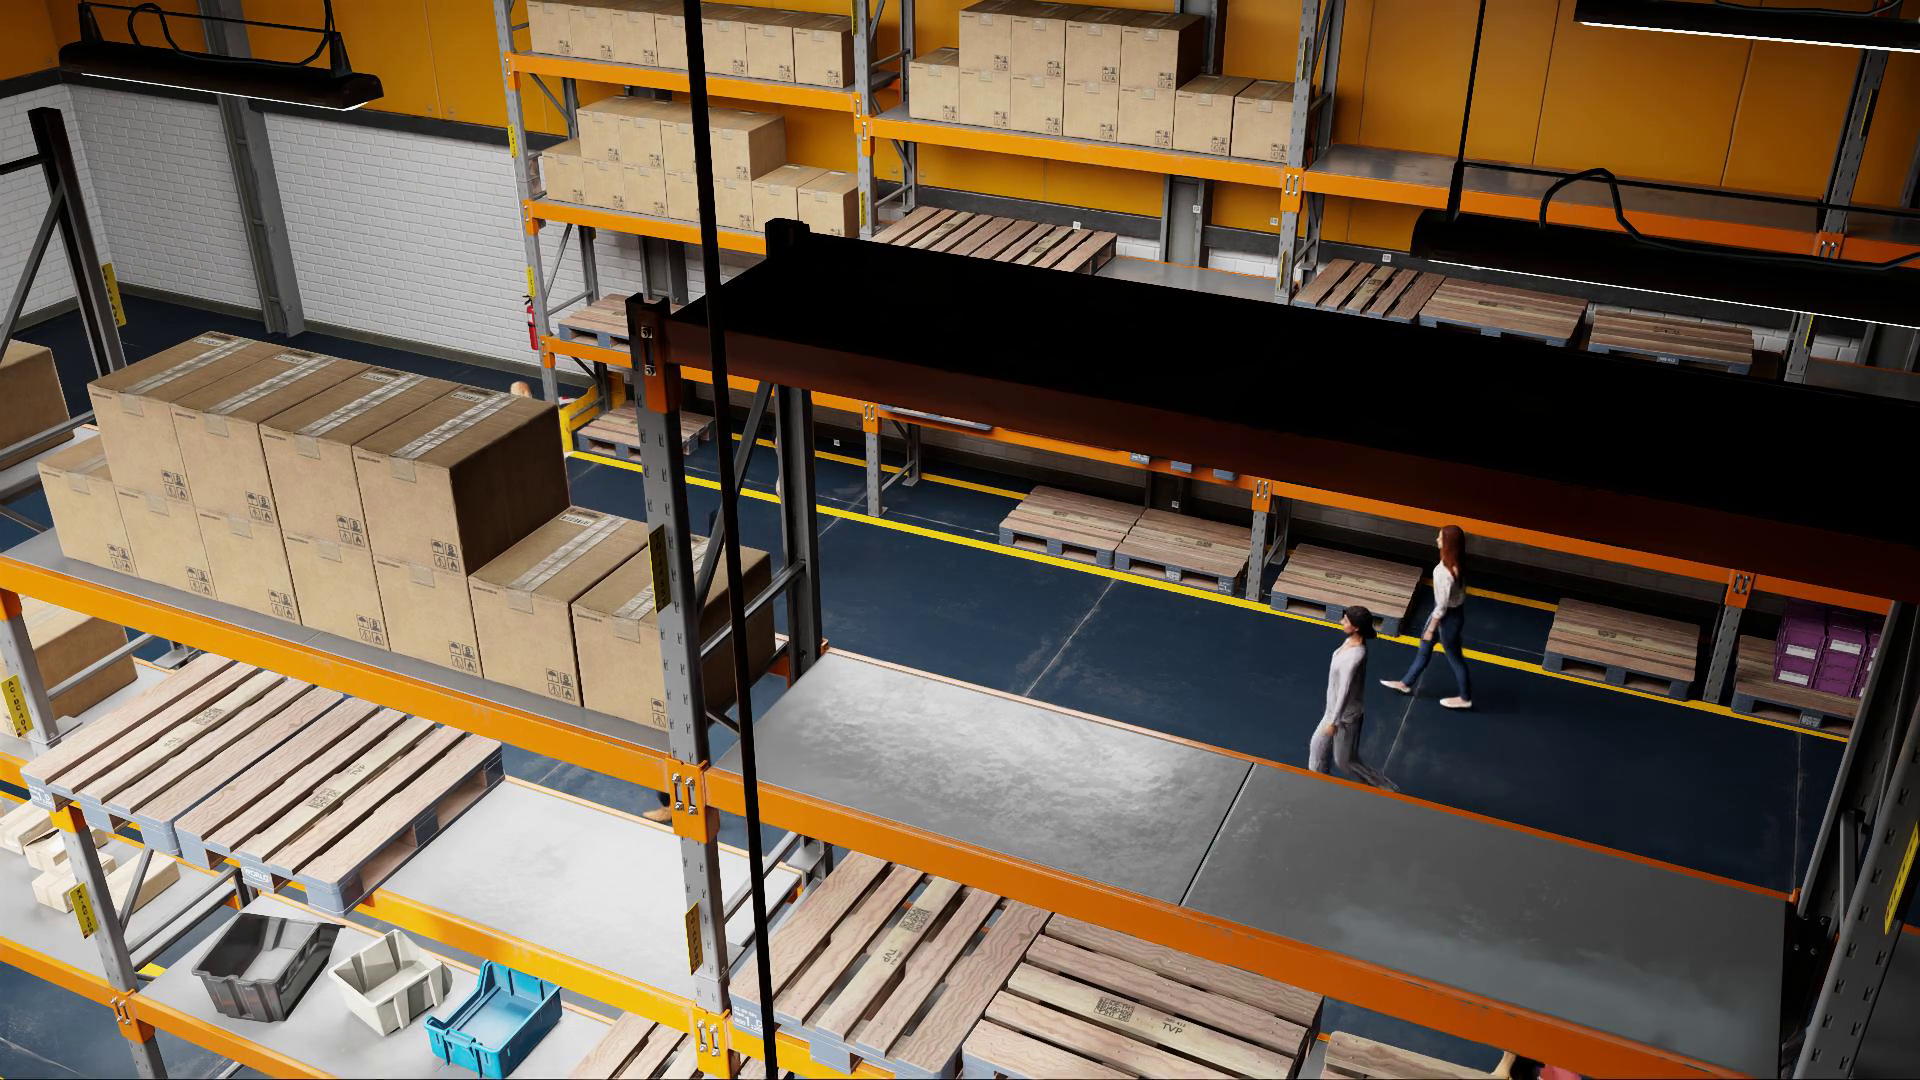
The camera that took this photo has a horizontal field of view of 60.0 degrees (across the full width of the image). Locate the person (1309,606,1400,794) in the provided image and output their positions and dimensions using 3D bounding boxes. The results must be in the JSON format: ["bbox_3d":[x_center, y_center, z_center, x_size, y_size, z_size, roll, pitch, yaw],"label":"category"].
[{"bbox_3d":[2.961,1.302,12.401,1.087,1.748,0.762,5,29,9],"label":"person"}]

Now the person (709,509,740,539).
[{"bbox_3d":[-2.067,0.494,13.943,1.191,1.690,0.831,4,29,7],"label":"person"}]

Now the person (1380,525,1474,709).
[{"bbox_3d":[4.087,0.661,13.635,1.031,1.692,0.678,9,30,15],"label":"person"}]
